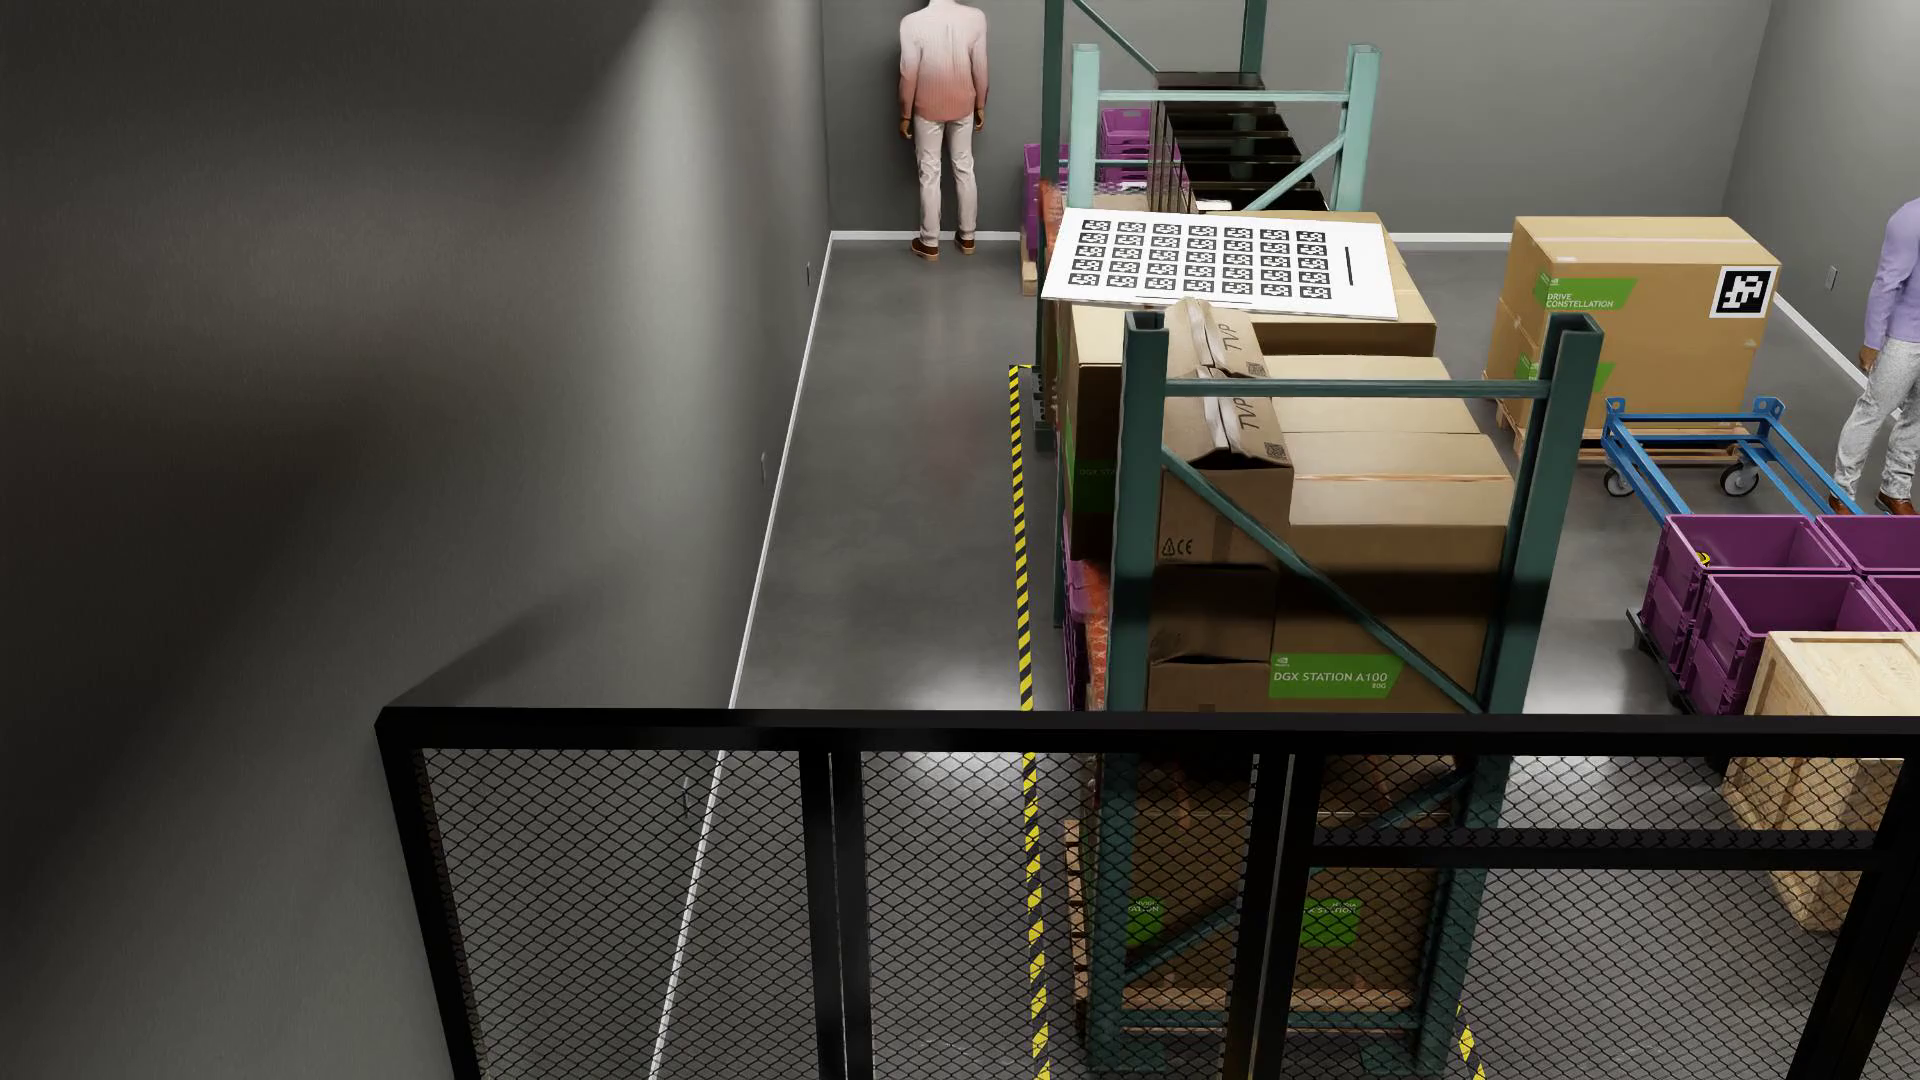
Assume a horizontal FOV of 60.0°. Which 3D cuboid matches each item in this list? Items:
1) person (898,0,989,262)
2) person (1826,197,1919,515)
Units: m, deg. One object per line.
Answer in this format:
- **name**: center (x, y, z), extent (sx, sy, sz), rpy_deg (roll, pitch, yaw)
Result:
- **person**: center (-0.117, -2.823, 10.849), extent (0.622, 1.992, 0.393), rpy_deg (-12, 33, -20)
- **person**: center (4.525, -0.943, 7.782), extent (0.632, 1.939, 0.368), rpy_deg (-1, 31, -2)
